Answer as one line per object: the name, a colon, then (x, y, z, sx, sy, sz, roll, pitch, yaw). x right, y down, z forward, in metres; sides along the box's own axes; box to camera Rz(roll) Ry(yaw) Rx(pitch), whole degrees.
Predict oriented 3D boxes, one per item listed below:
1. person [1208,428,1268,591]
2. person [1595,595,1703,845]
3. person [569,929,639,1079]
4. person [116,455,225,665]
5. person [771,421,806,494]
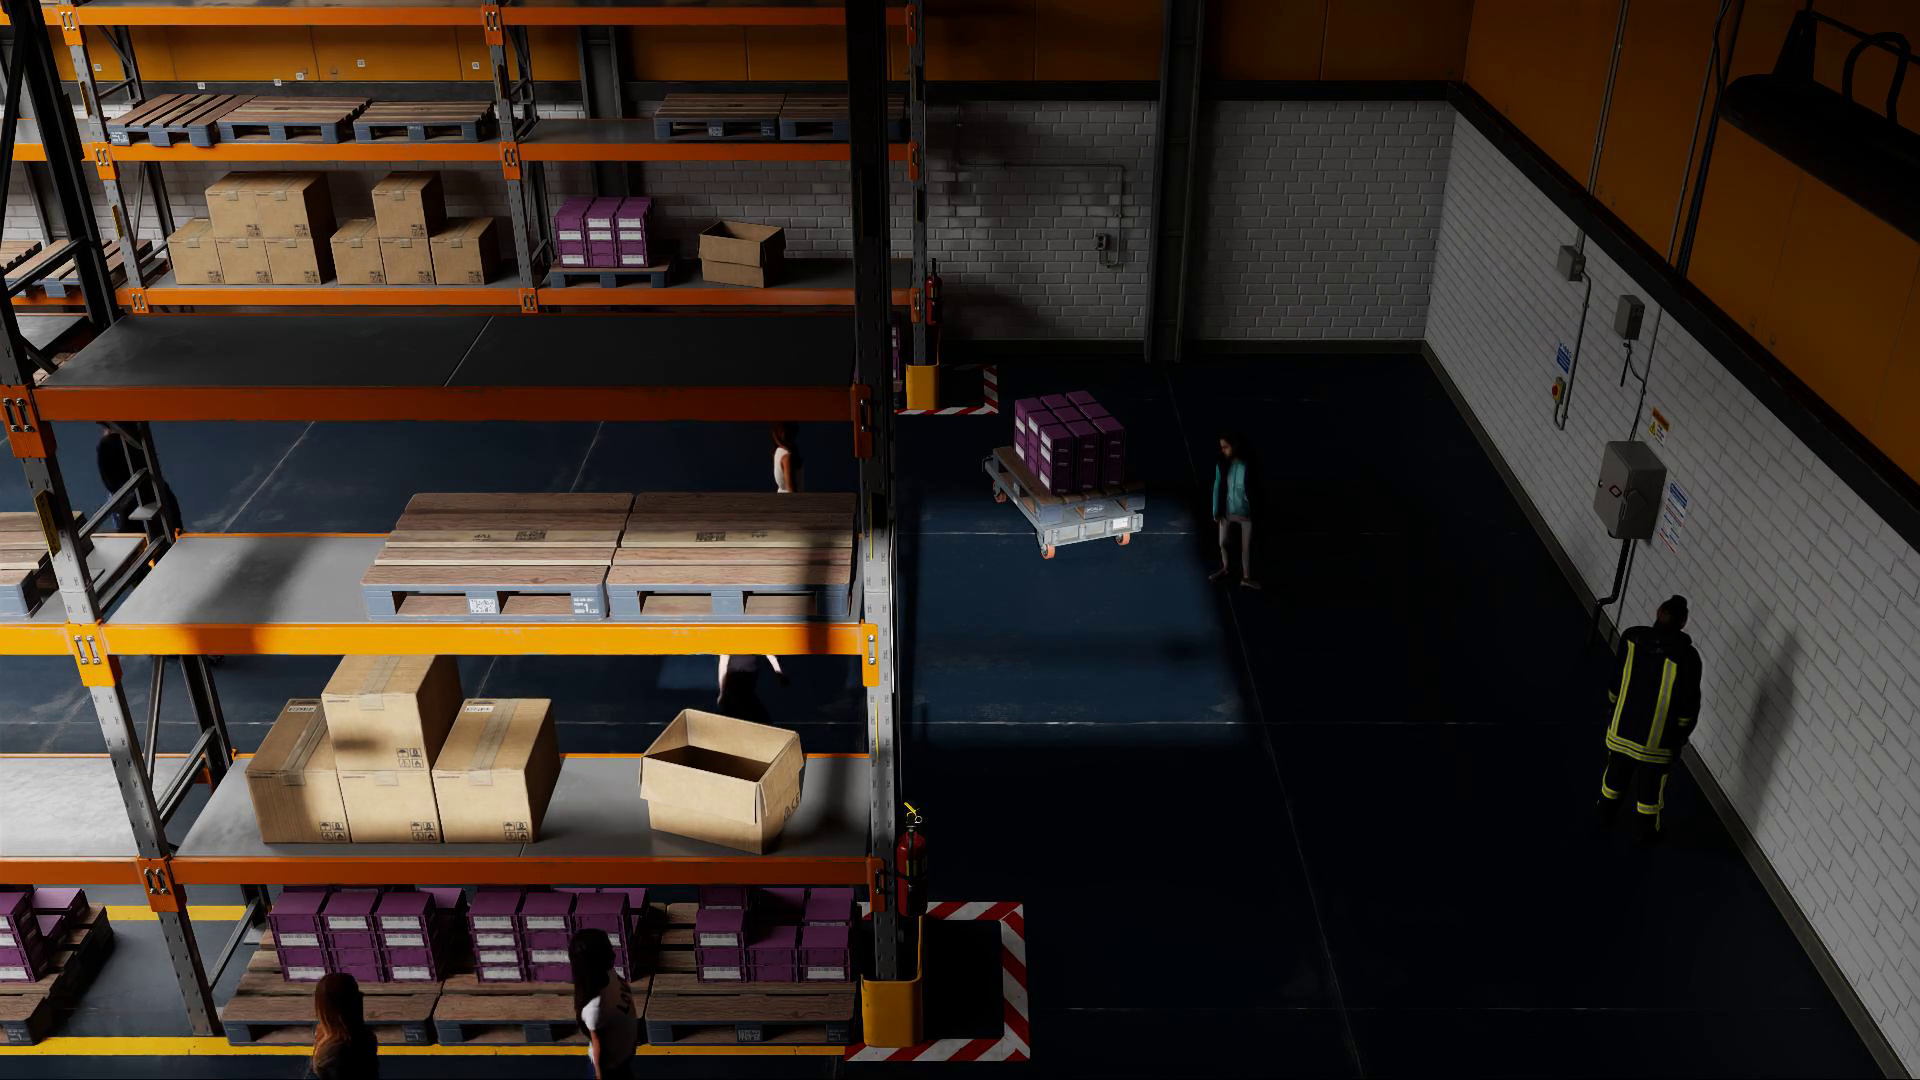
person: (2.395, -0.256, 13.940, 0.667, 1.474, 0.808, 7, 29, 12)
person: (4.543, 1.149, 10.962, 0.923, 1.860, 0.876, -23, 36, -36)
person: (-1.835, 2.658, 8.314, 1.155, 1.747, 0.727, -5, 29, -9)
person: (-6.325, 0.124, 12.909, 0.942, 1.795, 0.774, 3, 29, 5)
person: (-1.407, -0.235, 13.579, 0.577, 1.785, 0.620, -5, 29, -10)
